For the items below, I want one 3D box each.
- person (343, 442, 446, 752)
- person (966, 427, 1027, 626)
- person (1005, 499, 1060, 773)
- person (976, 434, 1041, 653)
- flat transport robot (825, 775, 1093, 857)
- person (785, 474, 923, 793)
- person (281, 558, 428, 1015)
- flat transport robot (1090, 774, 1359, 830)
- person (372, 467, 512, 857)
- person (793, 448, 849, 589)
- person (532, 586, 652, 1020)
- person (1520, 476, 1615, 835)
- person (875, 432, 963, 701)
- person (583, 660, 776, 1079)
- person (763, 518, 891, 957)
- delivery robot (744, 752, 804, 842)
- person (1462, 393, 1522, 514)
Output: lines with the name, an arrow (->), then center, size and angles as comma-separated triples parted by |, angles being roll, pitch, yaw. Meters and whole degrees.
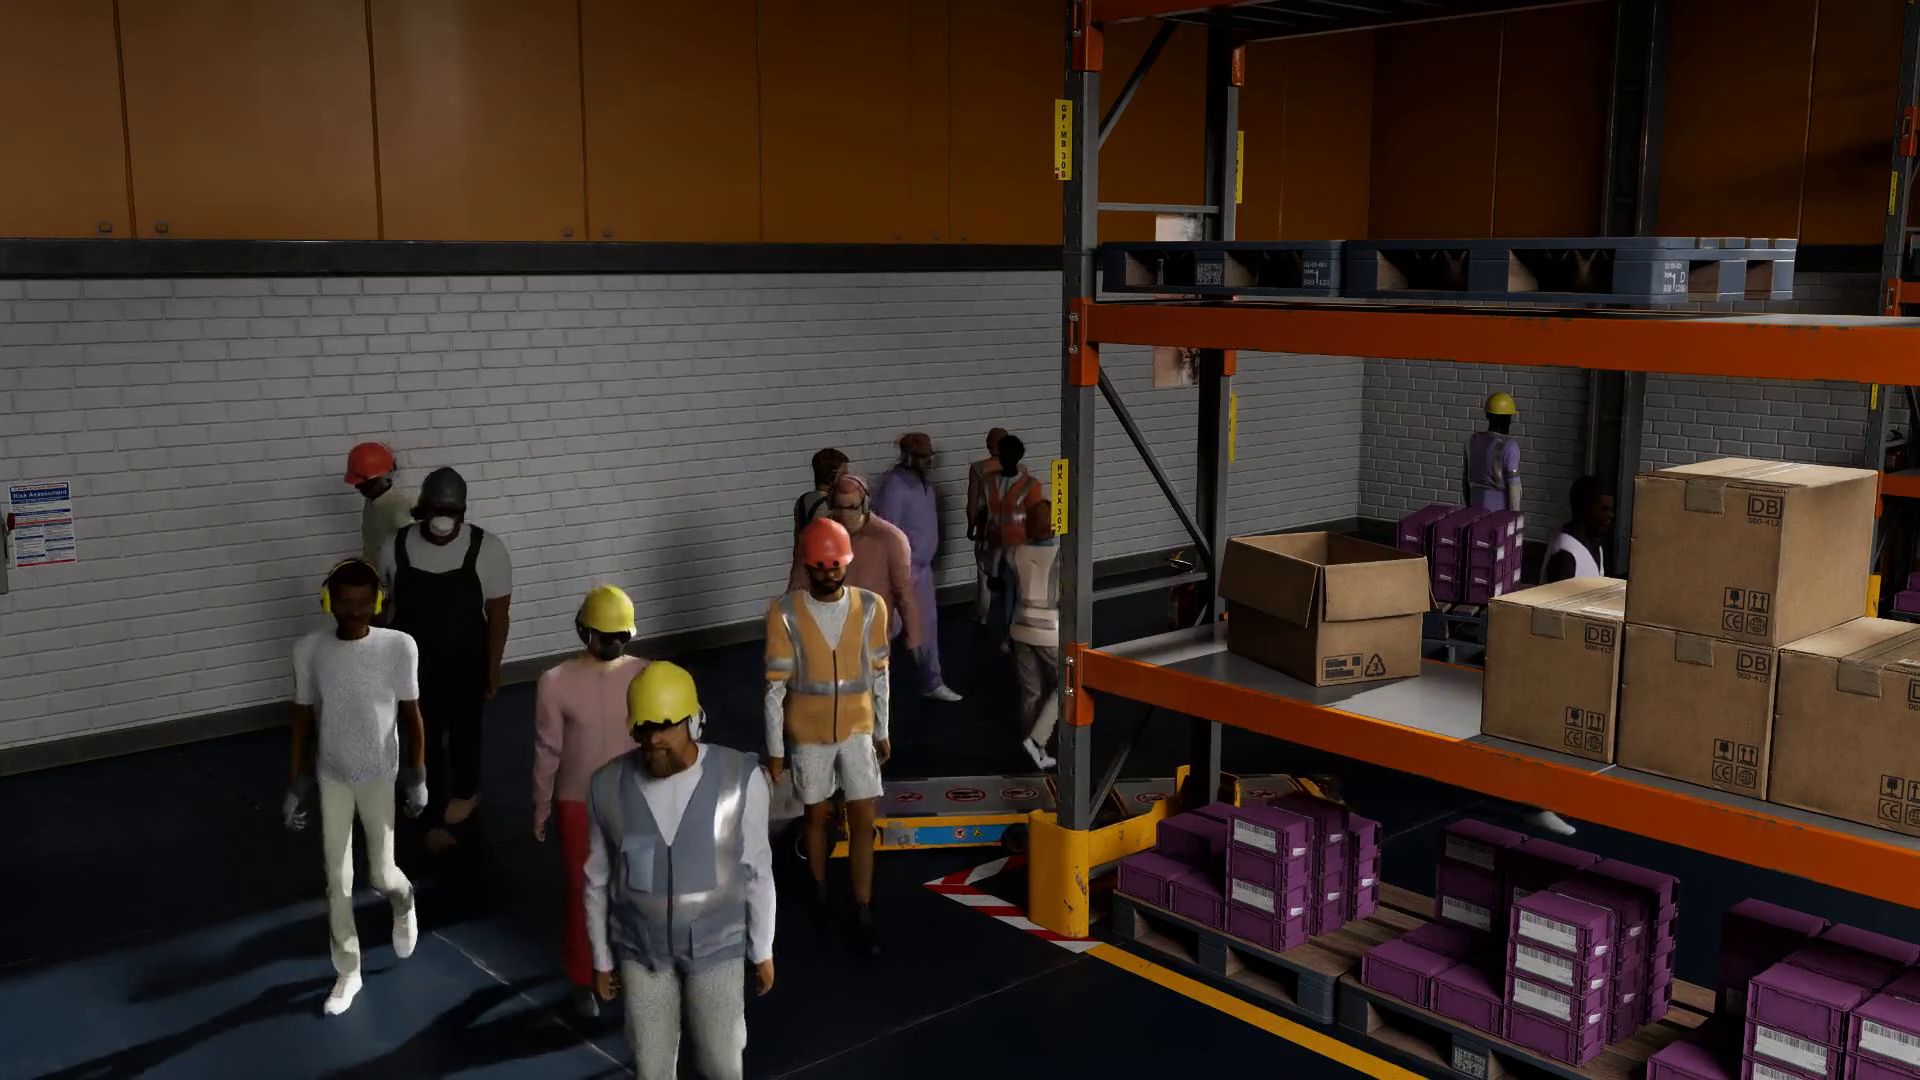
person -> -3.491, 0.372, 9.988 | 0.815, 1.937, 0.693 | -8, 13, -40
person -> 0.310, -0.107, 13.711 | 0.519, 1.633, 0.311 | -2, 10, -12
person -> 0.461, 0.581, 9.665 | 0.534, 1.623, 0.415 | 7, 12, 34
person -> 0.419, -0.002, 12.925 | 0.536, 1.680, 0.604 | 5, 11, 29
flat transport robot -> -0.052, 1.428, 8.691 | 1.431, 0.197, 0.652 | -1, 10, -6
person -> -0.615, 0.559, 9.131 | 0.770, 1.854, 0.867 | 2, 10, 11
person -> -2.469, 0.967, 6.813 | 0.562, 1.845, 0.551 | -1, 10, -4
flat transport robot -> 1.370, 1.427, 8.700 | 1.431, 0.197, 0.652 | -1, 10, -6
person -> -2.669, 0.561, 8.596 | 0.701, 2.000, 0.959 | -3, 10, -14
person -> -0.845, 0.340, 10.483 | 0.342, 1.837, 0.508 | -8, 13, -39
person -> -1.492, 1.020, 6.783 | 0.548, 1.744, 0.566 | -5, 11, -26
person -> 3.213, 0.600, 8.818 | 0.420, 1.900, 0.597 | 6, 11, 32
person -> -0.443, 0.184, 11.353 | 0.855, 1.875, 0.662 | 4, 10, 22
person -> -0.881, 1.244, 5.256 | 0.608, 1.812, 0.521 | 0, 10, 0
person -> -0.556, 0.860, 7.226 | 0.578, 1.902, 0.841 | -2, 10, -13
delivery robot -> -1.045, 1.305, 8.311 | 0.707, 0.478, 0.477 | -4, 10, -20
person -> 4.369, -0.245, 13.645 | 0.363, 1.928, 0.587 | -5, 11, -28
